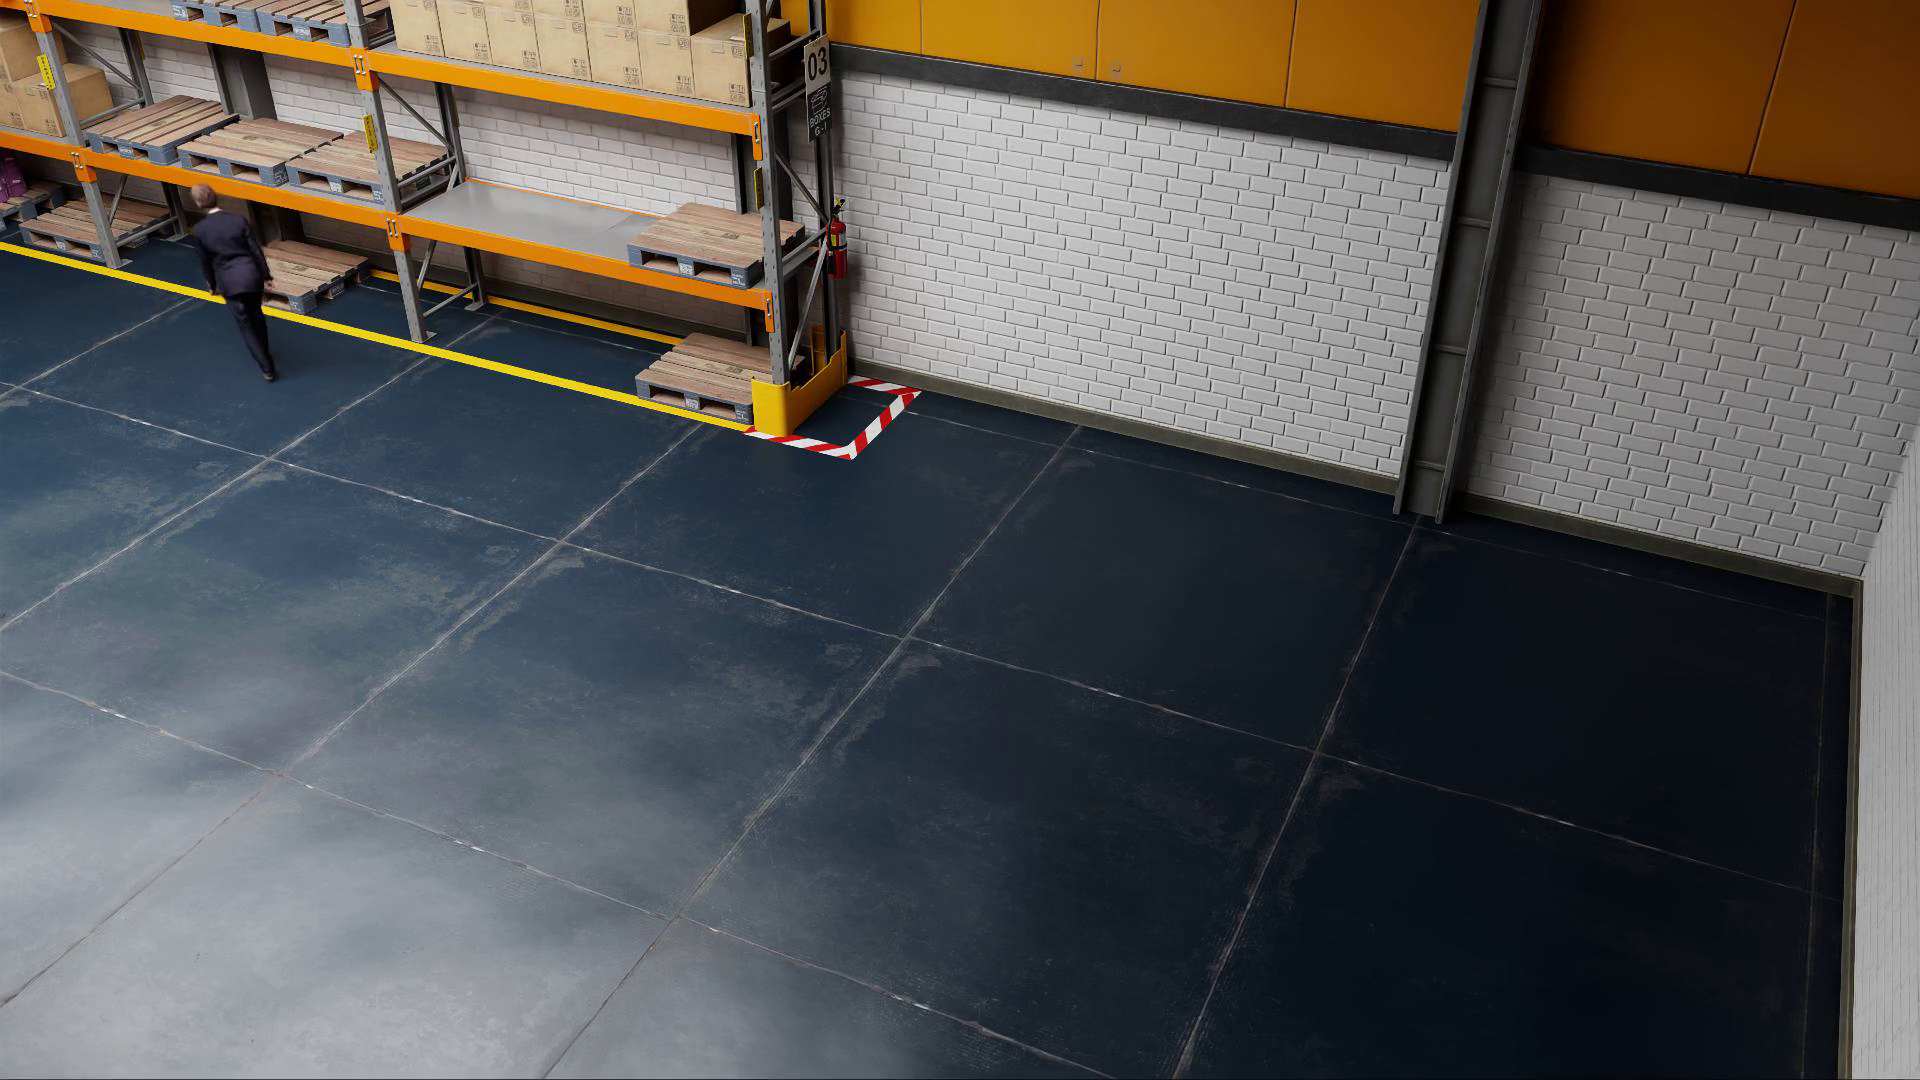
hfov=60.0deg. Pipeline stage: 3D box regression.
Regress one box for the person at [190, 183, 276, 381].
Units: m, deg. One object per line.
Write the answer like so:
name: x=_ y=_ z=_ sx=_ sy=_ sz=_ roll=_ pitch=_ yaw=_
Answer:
person: x=-6.409 y=-2.287 z=14.842 sx=1.005 sy=1.774 sz=1.138 roll=-15 pitch=36 yaw=-21
